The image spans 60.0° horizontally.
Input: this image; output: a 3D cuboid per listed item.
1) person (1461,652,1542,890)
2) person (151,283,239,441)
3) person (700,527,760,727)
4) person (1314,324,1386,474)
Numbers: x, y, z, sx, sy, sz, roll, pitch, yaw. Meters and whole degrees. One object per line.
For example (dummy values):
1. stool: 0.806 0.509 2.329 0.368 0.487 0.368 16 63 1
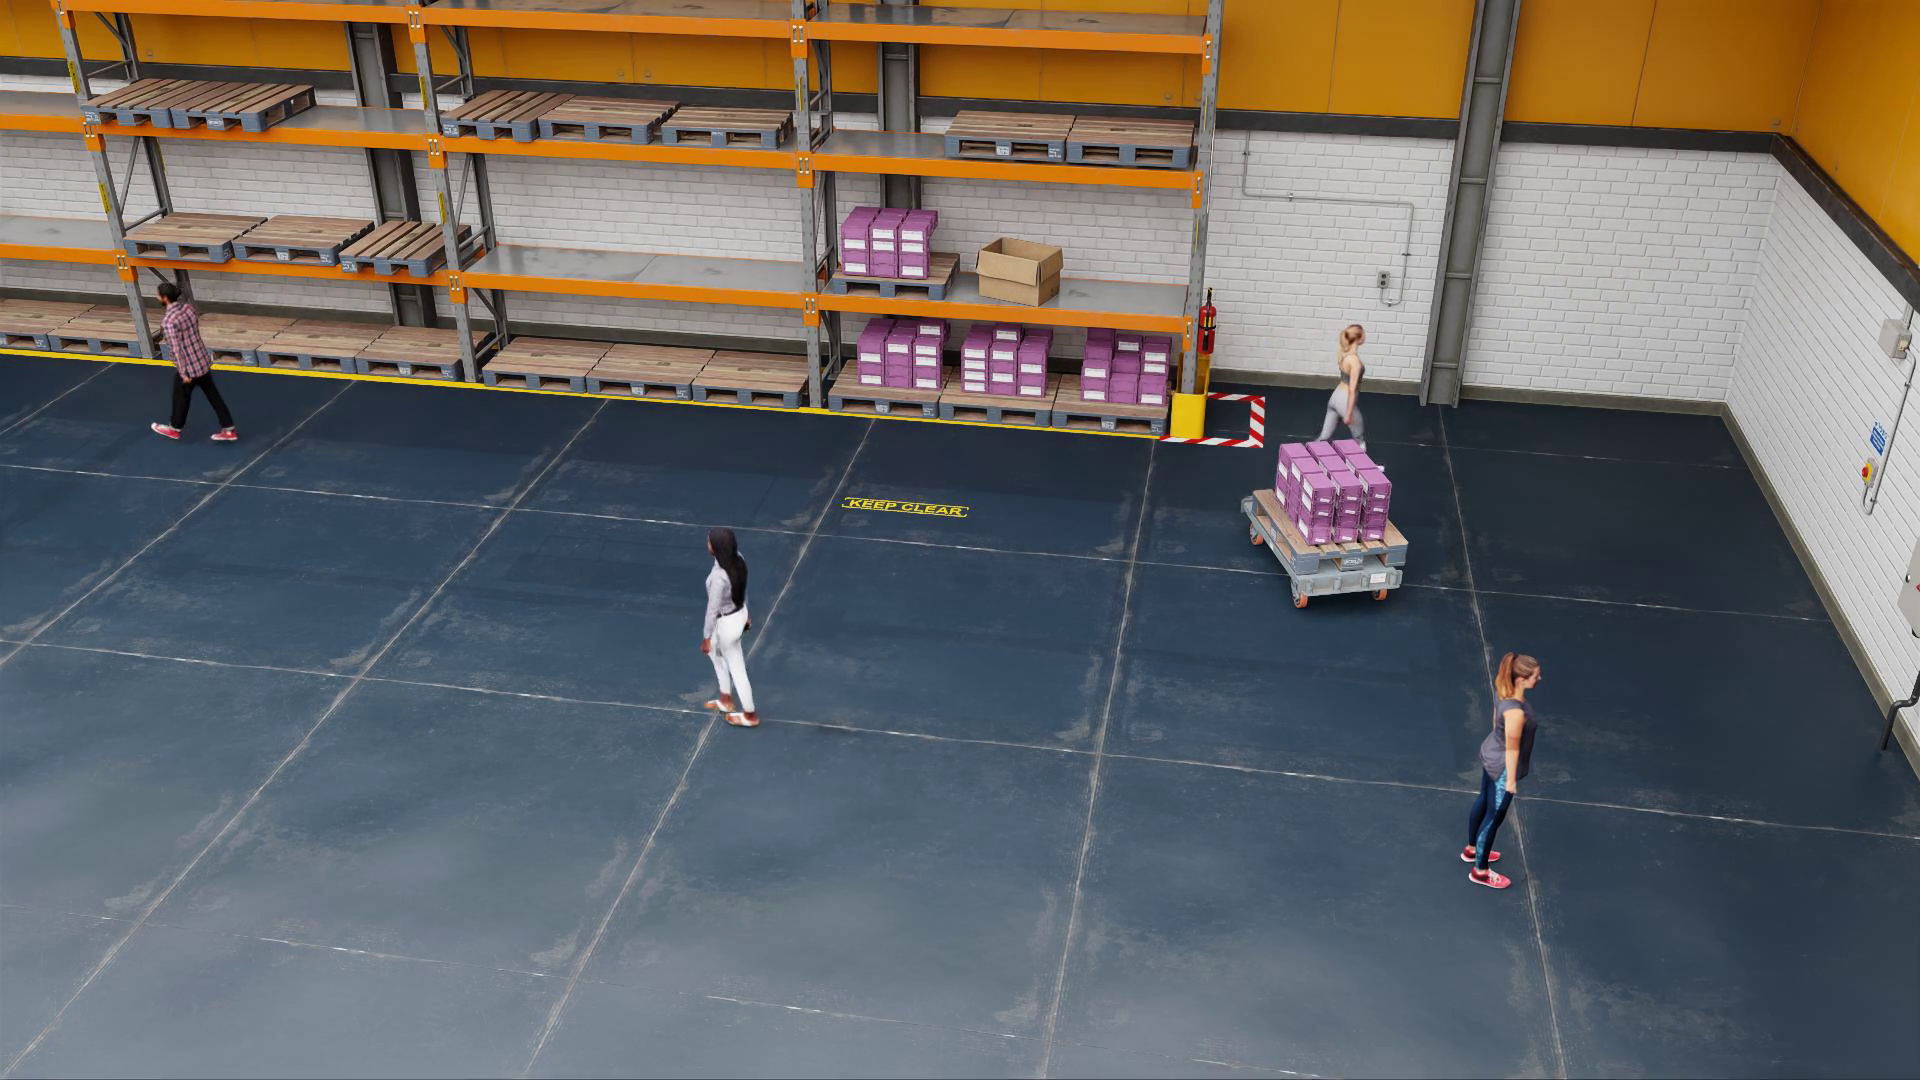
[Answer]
1. person: 3.563 1.488 10.948 0.544 1.723 0.571 3 29 5
2. person: -7.747 -1.774 16.924 1.073 1.727 0.689 5 29 10
3. person: -1.643 0.672 12.454 0.731 1.712 0.652 7 29 13
4. person: 3.627 -1.269 16.073 1.221 1.656 0.947 -8 30 -15
